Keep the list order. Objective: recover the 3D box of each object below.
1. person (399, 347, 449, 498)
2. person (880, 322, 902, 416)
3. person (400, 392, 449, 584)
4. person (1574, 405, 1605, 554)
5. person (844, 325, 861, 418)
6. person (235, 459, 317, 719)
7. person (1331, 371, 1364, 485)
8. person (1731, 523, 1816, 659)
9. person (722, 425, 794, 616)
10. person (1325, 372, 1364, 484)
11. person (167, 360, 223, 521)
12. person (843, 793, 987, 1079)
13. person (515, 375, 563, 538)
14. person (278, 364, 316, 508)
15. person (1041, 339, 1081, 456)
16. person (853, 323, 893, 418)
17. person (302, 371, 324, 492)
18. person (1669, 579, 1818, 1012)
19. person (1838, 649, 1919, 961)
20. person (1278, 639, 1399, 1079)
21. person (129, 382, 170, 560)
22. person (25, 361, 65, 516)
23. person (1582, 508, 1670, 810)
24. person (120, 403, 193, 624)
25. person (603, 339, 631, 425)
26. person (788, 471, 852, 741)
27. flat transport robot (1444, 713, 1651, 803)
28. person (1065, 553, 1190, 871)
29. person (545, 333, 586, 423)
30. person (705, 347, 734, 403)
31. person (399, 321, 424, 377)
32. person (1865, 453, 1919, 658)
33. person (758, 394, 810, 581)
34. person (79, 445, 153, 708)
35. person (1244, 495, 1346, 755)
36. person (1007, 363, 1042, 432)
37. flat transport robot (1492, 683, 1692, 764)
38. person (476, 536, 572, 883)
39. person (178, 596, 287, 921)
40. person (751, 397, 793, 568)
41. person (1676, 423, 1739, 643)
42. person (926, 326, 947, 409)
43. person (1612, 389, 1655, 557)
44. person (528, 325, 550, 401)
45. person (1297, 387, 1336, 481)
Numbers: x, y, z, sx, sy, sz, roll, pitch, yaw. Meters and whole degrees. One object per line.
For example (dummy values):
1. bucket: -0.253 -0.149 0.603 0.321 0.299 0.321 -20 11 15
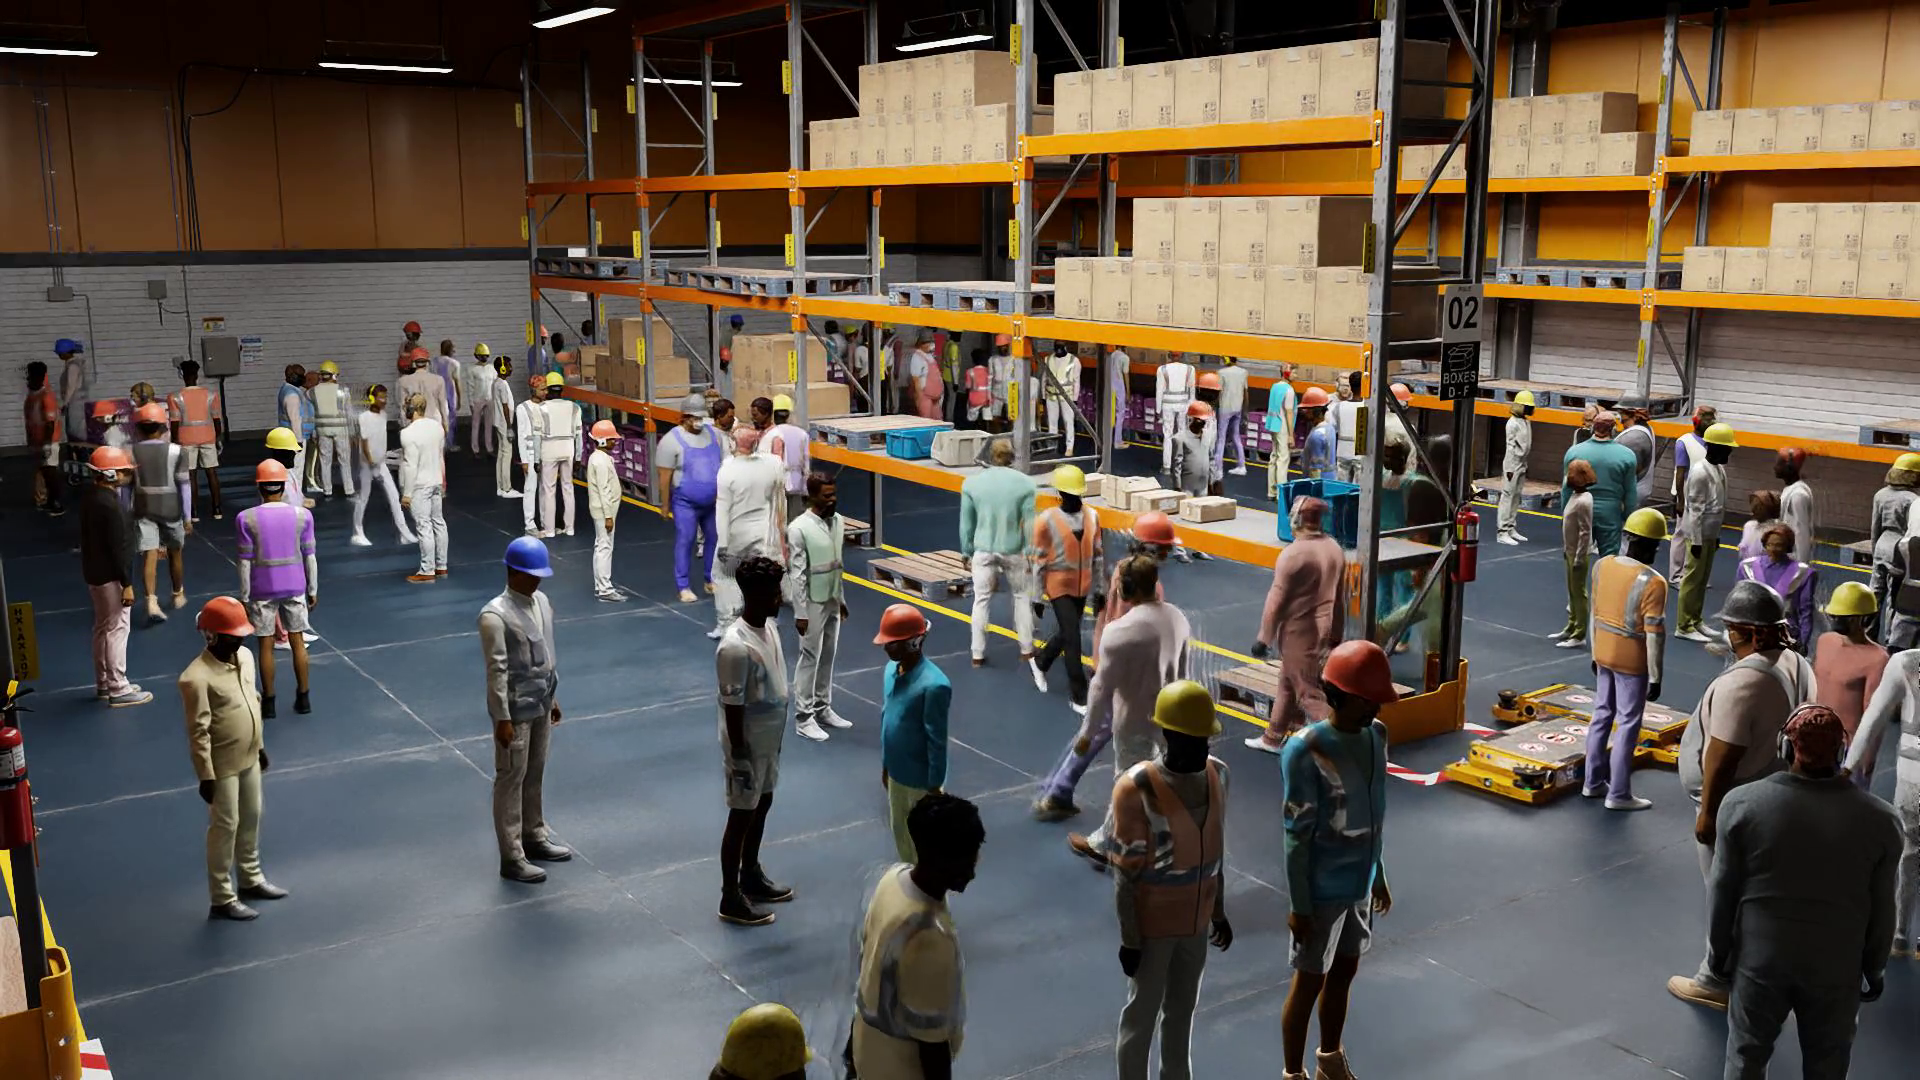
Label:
1. person: -7.029 -1.534 21.854 0.620 1.986 0.410 -3 11 -15
2. person: -1.299 -3.121 30.379 0.403 1.826 0.591 -8 14 -36
3. person: -5.427 -0.524 16.796 0.371 1.940 0.627 3 11 15
4. person: 6.910 -0.661 18.265 0.307 1.641 0.514 -4 12 -19
5. person: -1.894 -3.002 29.993 0.449 1.739 0.543 4 12 20
6. person: -5.051 0.359 12.327 0.548 1.924 0.387 -7 13 -33
7. person: 4.484 -0.938 18.844 0.607 1.966 0.367 11 15 43
8. person: 5.554 0.684 11.405 0.519 1.631 0.319 9 14 37
9. person: -1.884 -0.183 15.457 0.609 1.790 0.627 -1 11 -3
10. person: 4.493 -1.030 19.569 0.656 1.905 0.418 4 12 19
11. person: -9.294 -1.210 20.236 0.613 1.963 0.361 -10 15 -41
12. person: -0.164 1.706 5.427 0.437 1.923 0.708 -3 11 -14
13. person: -4.864 -0.963 19.203 0.359 1.880 0.575 6 13 28
14. person: -8.424 -1.318 21.149 0.431 1.836 0.619 -5 12 -25
15. person: 1.540 -2.207 25.685 0.627 1.836 0.428 5 12 24
16. person: -1.425 -2.451 26.396 0.684 2.000 0.537 -7 13 -32
17. person: -8.684 -1.453 22.359 0.277 1.627 0.502 -1 11 -7
18. person: 3.658 1.176 7.835 0.681 2.000 0.535 -8 14 -36
19. person: 4.802 1.182 8.259 0.739 1.876 0.390 5 12 23
20. person: 1.550 1.391 6.742 0.605 2.039 0.386 -10 15 -41
21. person: -8.689 -0.744 17.959 0.369 1.933 0.631 -5 12 -22
22. person: -11.384 -1.263 20.623 0.366 1.939 0.773 -11 15 -44
23. person: 4.170 0.746 10.378 0.397 1.912 0.592 -4 12 -21
24. person: -7.382 -0.259 15.297 0.616 2.002 1.053 -3 11 -16
25. person: -6.039 -2.885 29.153 0.562 1.835 0.396 2 11 12
26. person: -1.010 0.450 11.861 0.375 1.917 0.598 6 12 27
27. flat transport robot: 3.934 1.429 11.079 1.431 0.197 0.652 -9 14 -38
28. person: 0.886 1.000 9.073 0.949 1.895 0.646 10 15 41
29. person: -6.255 -2.339 26.317 1.042 1.852 0.612 2 11 11
30. person: -3.543 -2.023 24.971 0.349 1.743 0.568 11 15 43
31. person: -8.939 -2.582 27.214 0.413 1.985 0.615 1 11 3
32. person: 7.857 0.137 13.937 0.311 1.735 0.484 -3 11 -13
33. person: -1.803 -0.527 16.921 0.613 1.893 0.524 -7 13 -32
34. person: -6.412 0.272 12.617 0.607 1.987 0.409 10 15 41
35. person: 2.317 0.626 11.113 0.952 1.866 0.641 10 15 40
36. person: 0.885 -1.515 22.092 0.532 1.852 0.403 -5 12 -25
37. flat transport robot: 4.611 1.274 11.875 0.652 0.197 1.431 -9 14 -38
38. person: -2.439 0.932 9.349 0.403 1.937 0.604 3 11 15
39. person: -3.838 1.141 8.786 0.348 1.740 0.574 1 11 7
40. person: -1.892 -0.480 16.657 0.398 1.909 0.607 -5 12 -24
41. person: 6.516 -0.068 14.509 0.396 1.921 0.585 9 14 40
42. person: -0.504 -3.074 30.137 0.632 1.834 0.431 -8 14 -37
43. person: 6.442 -0.457 16.193 0.538 2.000 0.683 6 13 29
44. person: -6.775 -2.500 26.904 0.349 1.942 0.545 -8 14 -36
45. person: 3.493 -0.487 16.383 0.404 2.035 0.602 4 12 22
